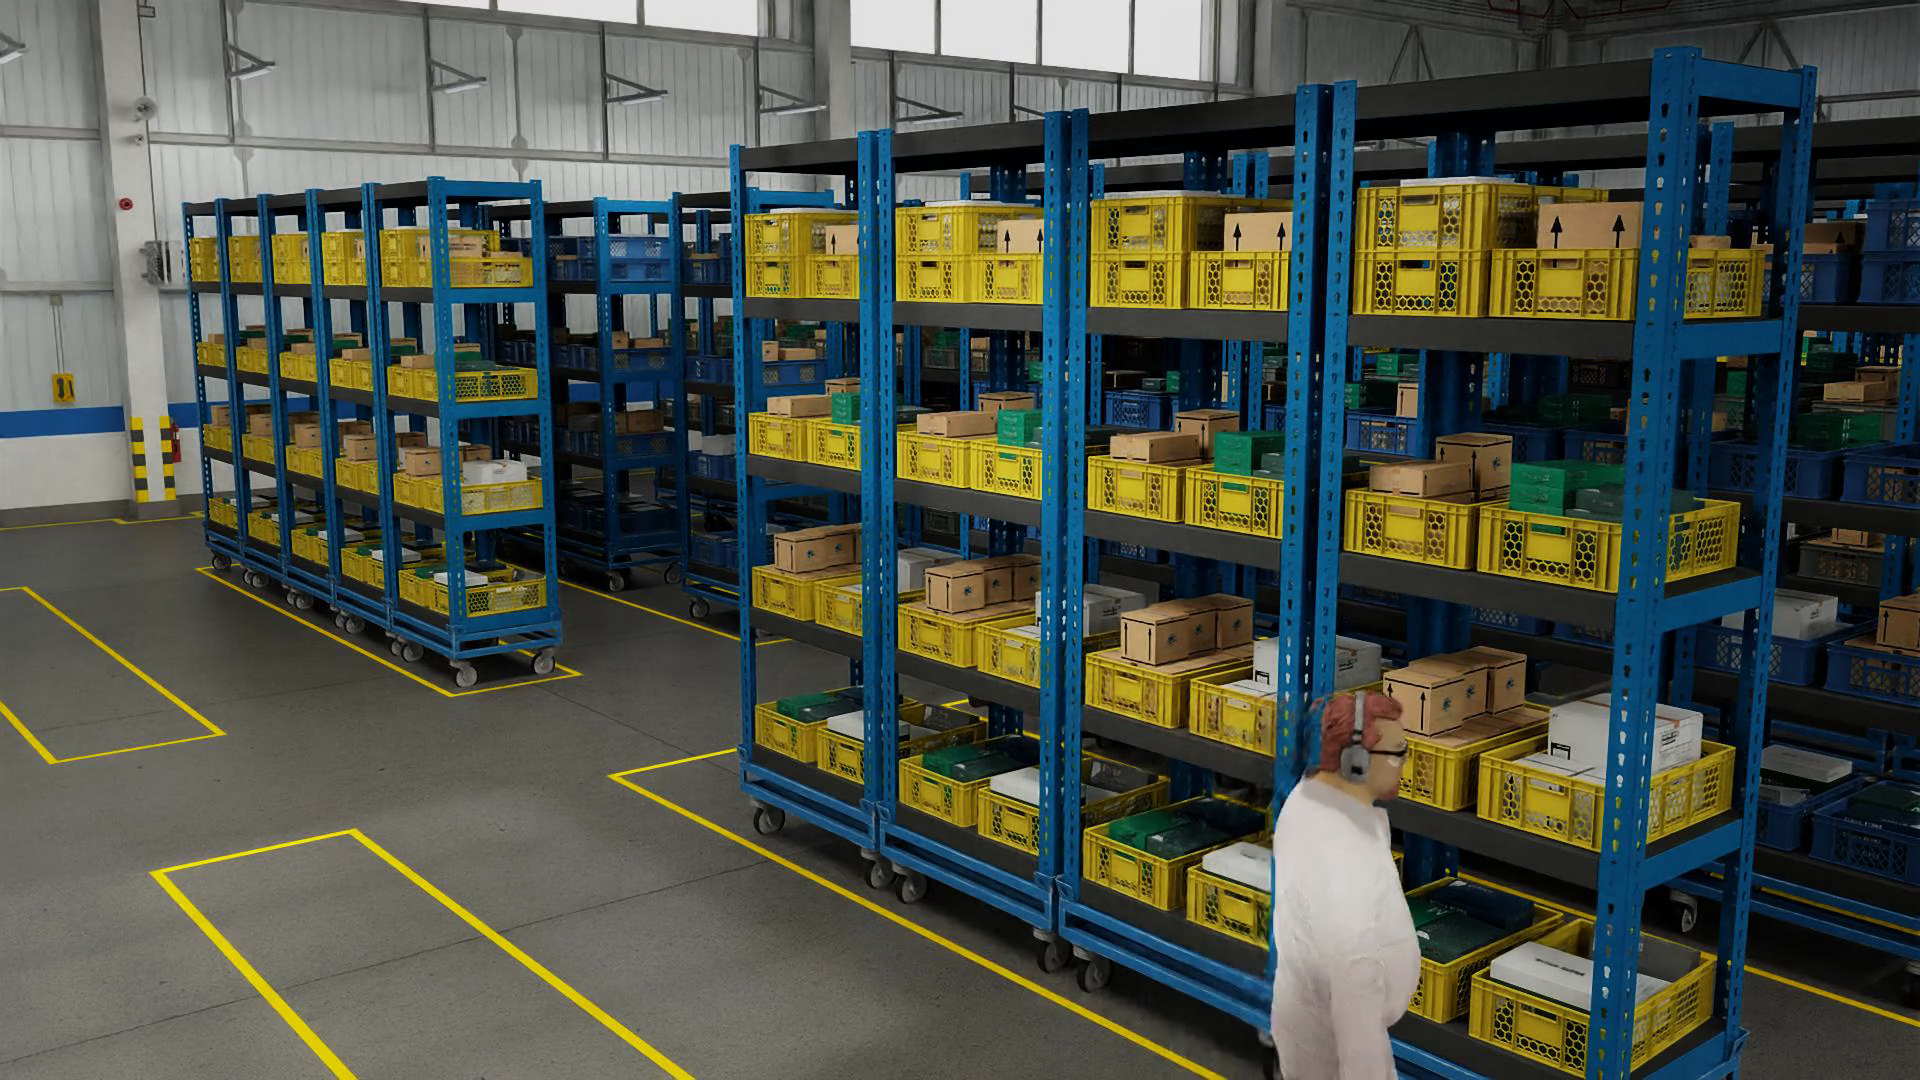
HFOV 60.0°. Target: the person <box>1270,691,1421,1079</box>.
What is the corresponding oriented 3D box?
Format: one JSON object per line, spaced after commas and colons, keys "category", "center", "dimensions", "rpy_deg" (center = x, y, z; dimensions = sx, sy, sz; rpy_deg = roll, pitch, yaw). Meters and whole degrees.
{"category": "person", "center": [1.051, 1.336, 4.527], "dimensions": [0.425, 1.893, 0.651], "rpy_deg": [2, 10, 12]}
